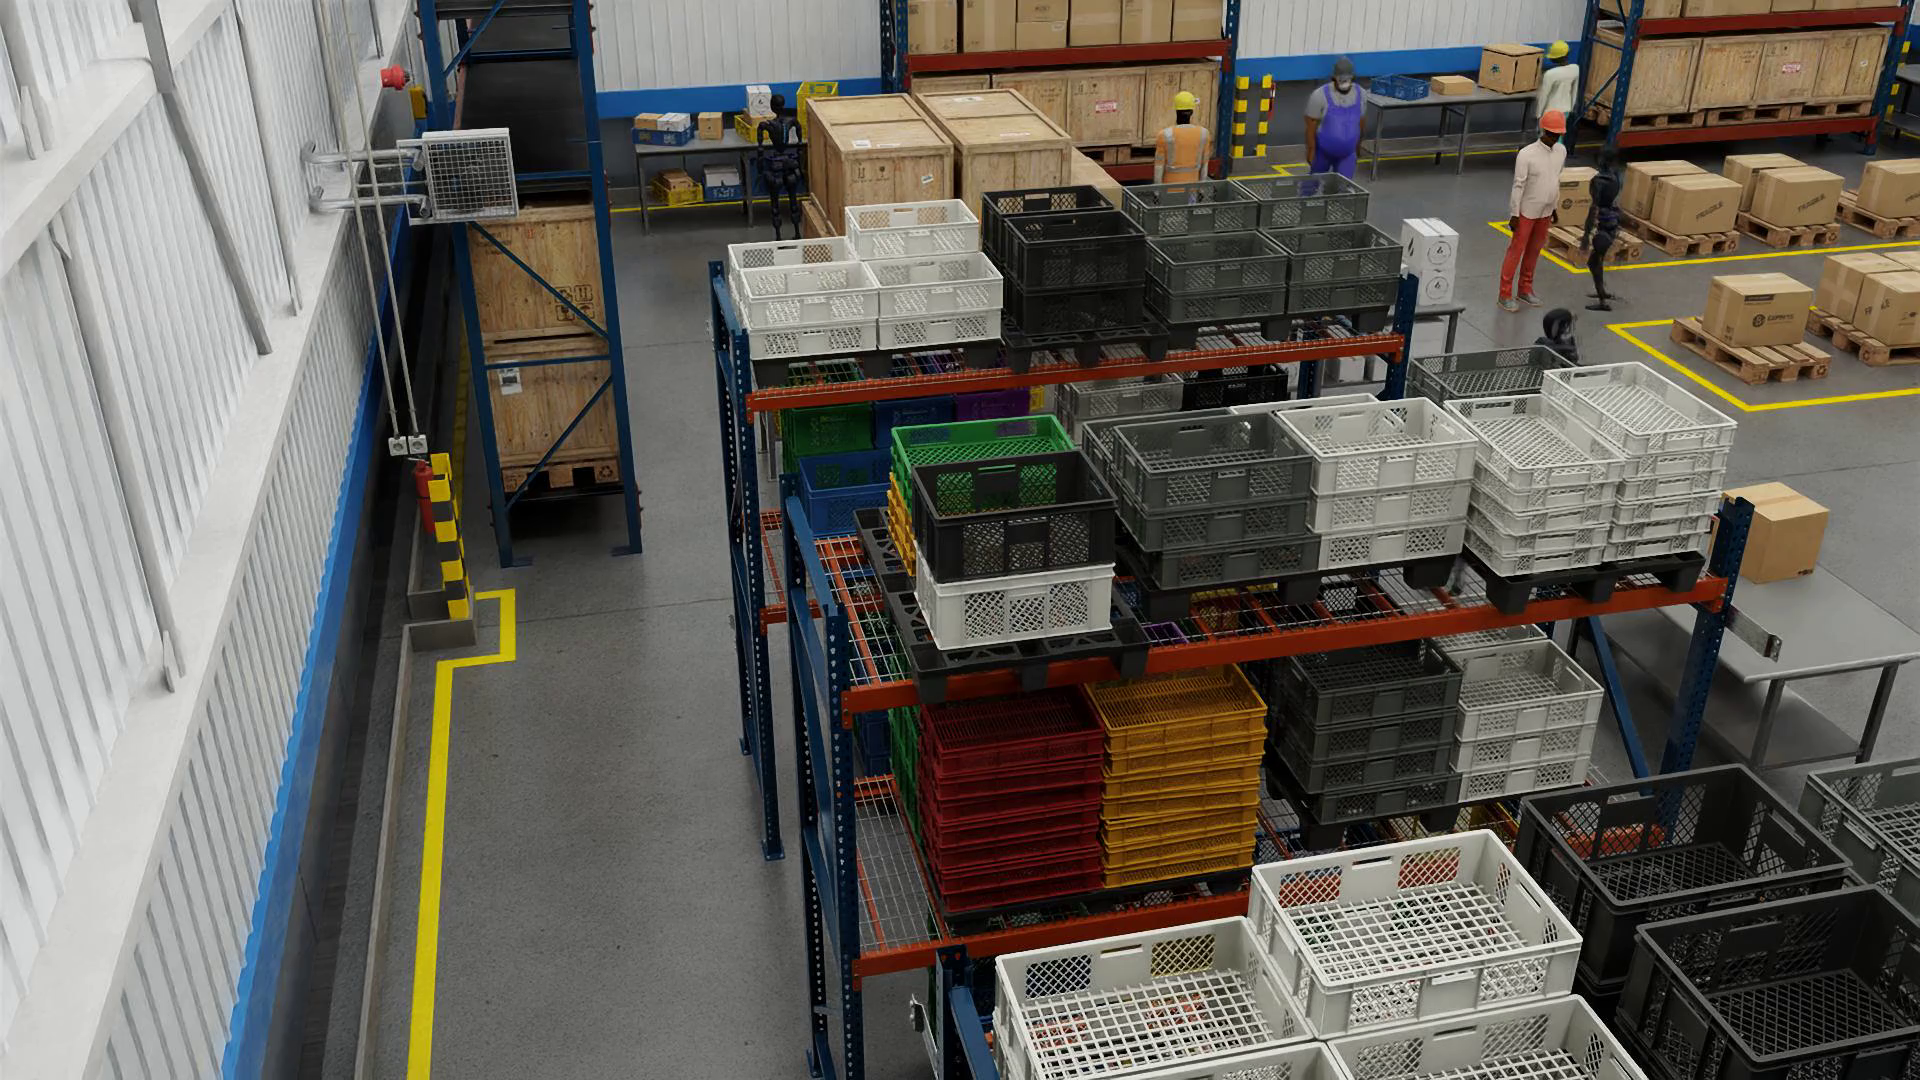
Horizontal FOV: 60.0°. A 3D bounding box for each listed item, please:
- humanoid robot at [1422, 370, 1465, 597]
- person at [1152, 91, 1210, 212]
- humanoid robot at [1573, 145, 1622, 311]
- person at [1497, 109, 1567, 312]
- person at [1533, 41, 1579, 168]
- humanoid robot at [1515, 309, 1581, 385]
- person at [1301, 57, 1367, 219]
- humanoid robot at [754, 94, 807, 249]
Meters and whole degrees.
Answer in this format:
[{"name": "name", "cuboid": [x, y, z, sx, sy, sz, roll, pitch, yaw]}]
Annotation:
[{"name": "humanoid robot", "cuboid": [3.301, -0.337, 11.194, 0.618, 1.647, 0.541, 4, 28, 8]}, {"name": "person", "cuboid": [2.272, -3.671, 17.247, 0.583, 1.920, 0.394, -8, 29, -15]}, {"name": "humanoid robot", "cuboid": [6.326, -3.072, 16.380, 0.480, 1.633, 0.600, 14, 31, 25]}, {"name": "person", "cuboid": [5.657, -3.235, 16.337, 0.621, 1.989, 0.397, -14, 31, -25]}, {"name": "person", "cuboid": [7.329, -5.316, 20.573, 0.573, 1.718, 0.431, -9, 29, -17]}, {"name": "humanoid robot", "cuboid": [4.333, -0.921, 12.294, 0.632, 1.635, 0.574, -5, 28, -9]}, {"name": "person", "cuboid": [4.186, -4.481, 18.649, 0.723, 2.000, 1.025, -3, 28, -6]}, {"name": "humanoid robot", "cuboid": [-1.959, -4.042, 18.190, 0.611, 1.657, 0.315, -16, 32, -28]}]
